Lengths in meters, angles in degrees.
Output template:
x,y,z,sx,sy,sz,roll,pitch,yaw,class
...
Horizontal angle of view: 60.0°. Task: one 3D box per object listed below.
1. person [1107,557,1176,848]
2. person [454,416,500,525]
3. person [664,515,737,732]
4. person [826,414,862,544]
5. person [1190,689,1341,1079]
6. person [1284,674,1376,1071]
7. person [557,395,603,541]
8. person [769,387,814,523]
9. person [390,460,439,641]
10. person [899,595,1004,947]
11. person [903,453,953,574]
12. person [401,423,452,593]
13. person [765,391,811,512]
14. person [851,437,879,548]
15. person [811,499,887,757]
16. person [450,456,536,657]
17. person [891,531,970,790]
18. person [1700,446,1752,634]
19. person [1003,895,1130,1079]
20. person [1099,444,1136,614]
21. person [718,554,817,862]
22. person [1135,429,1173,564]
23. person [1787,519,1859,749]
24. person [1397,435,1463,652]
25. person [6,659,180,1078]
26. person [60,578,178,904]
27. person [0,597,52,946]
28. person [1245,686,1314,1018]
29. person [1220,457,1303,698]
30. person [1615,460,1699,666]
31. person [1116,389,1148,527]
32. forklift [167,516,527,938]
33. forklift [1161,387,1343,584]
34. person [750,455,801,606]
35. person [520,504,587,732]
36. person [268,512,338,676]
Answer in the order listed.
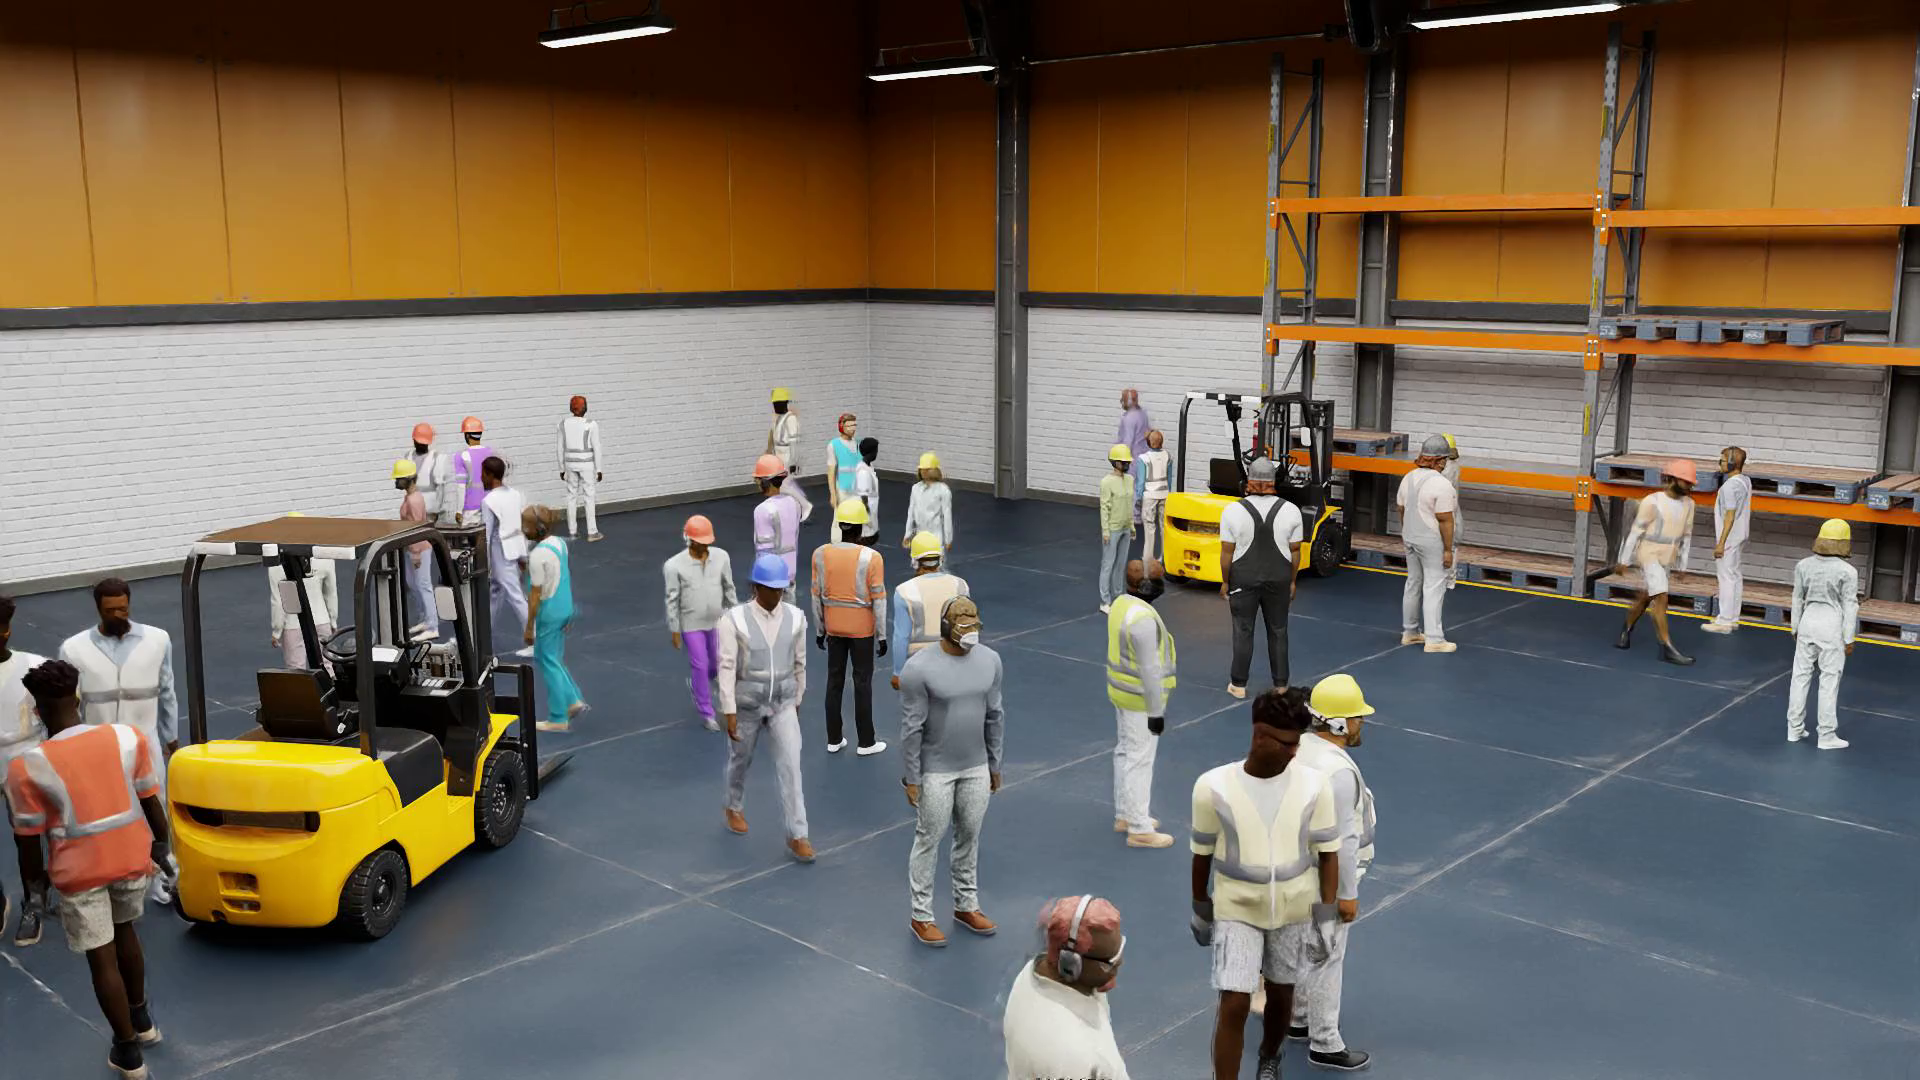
x,y,z,sx,sy,sz,roll,pitch,yaw,class
1.151,1.015,10.537,0.429,1.843,0.626,-2,10,-9,person
-5.315,-0.394,18.285,0.363,1.934,0.552,9,13,41,person
-2.051,0.626,13.087,0.604,1.717,0.606,-7,12,-34,person
-1.340,-0.567,19.522,0.380,1.845,0.570,7,12,36,person
1.304,1.592,7.032,0.620,1.915,0.783,-1,10,-3,person
1.706,1.516,7.702,0.404,1.834,0.591,-1,10,-8,person
-4.895,-0.919,21.441,0.585,1.876,0.337,2,10,9,person
-2.319,-1.115,22.464,0.527,1.910,0.599,-5,11,-25,person
-5.266,0.098,16.021,0.353,1.758,0.539,-4,11,-24,person
-0.037,1.238,9.022,0.627,1.932,0.373,-6,12,-31,person
-0.298,-0.048,16.996,0.484,1.699,0.915,9,13,41,person
-5.897,-0.367,18.360,0.545,1.872,0.990,2,10,9,person
-2.487,-1.283,23.767,0.874,1.796,0.558,4,11,23,person
-1.075,-0.313,18.523,0.421,1.684,0.576,0,10,3,person
-0.809,0.651,12.360,0.594,1.926,0.366,4,11,21,person
-4.266,0.160,15.328,0.996,1.862,0.613,1,10,8,person
-0.218,0.844,11.541,0.600,1.827,0.403,-6,12,-30,person
7.543,-0.002,16.315,0.333,1.843,0.515,9,13,41,person
0.442,1.956,5.110,0.917,1.856,0.631,-2,10,-10,person
1.642,-0.114,17.179,0.312,1.768,0.530,9,13,41,person
-1.244,1.011,10.430,0.620,1.900,1.013,-5,11,-25,person
2.297,-0.492,19.684,0.513,1.642,0.313,-6,12,-30,person
6.555,0.700,12.609,0.325,1.740,0.492,-6,12,-30,person
4.452,0.020,15.629,0.539,2.000,0.688,-4,11,-21,person
-3.987,1.485,7.628,0.723,1.923,0.661,8,13,37,person
-4.804,1.165,9.565,0.596,1.886,0.873,-6,11,-29,person
-5.132,1.236,8.930,0.637,1.951,0.385,-4,11,-20,person
1.630,1.520,8.096,0.539,1.691,0.319,2,10,11,person
2.503,0.310,13.979,0.681,2.000,0.536,0,10,2,person
6.398,0.168,15.316,0.594,1.870,0.965,-4,11,-21,person
2.355,-1.102,22.547,0.451,1.868,0.777,5,11,26,person
-3.583,0.976,9.748,1.214,2.155,2.313,2,10,11,forklift
3.298,-0.608,18.767,1.214,2.155,2.313,9,13,42,forklift
-1.583,0.295,14.058,0.391,2.040,0.615,4,11,23,person
-3.205,0.612,12.866,0.397,1.827,0.518,1,10,8,person
-5.036,0.661,12.765,0.317,1.766,0.533,9,13,41,person
